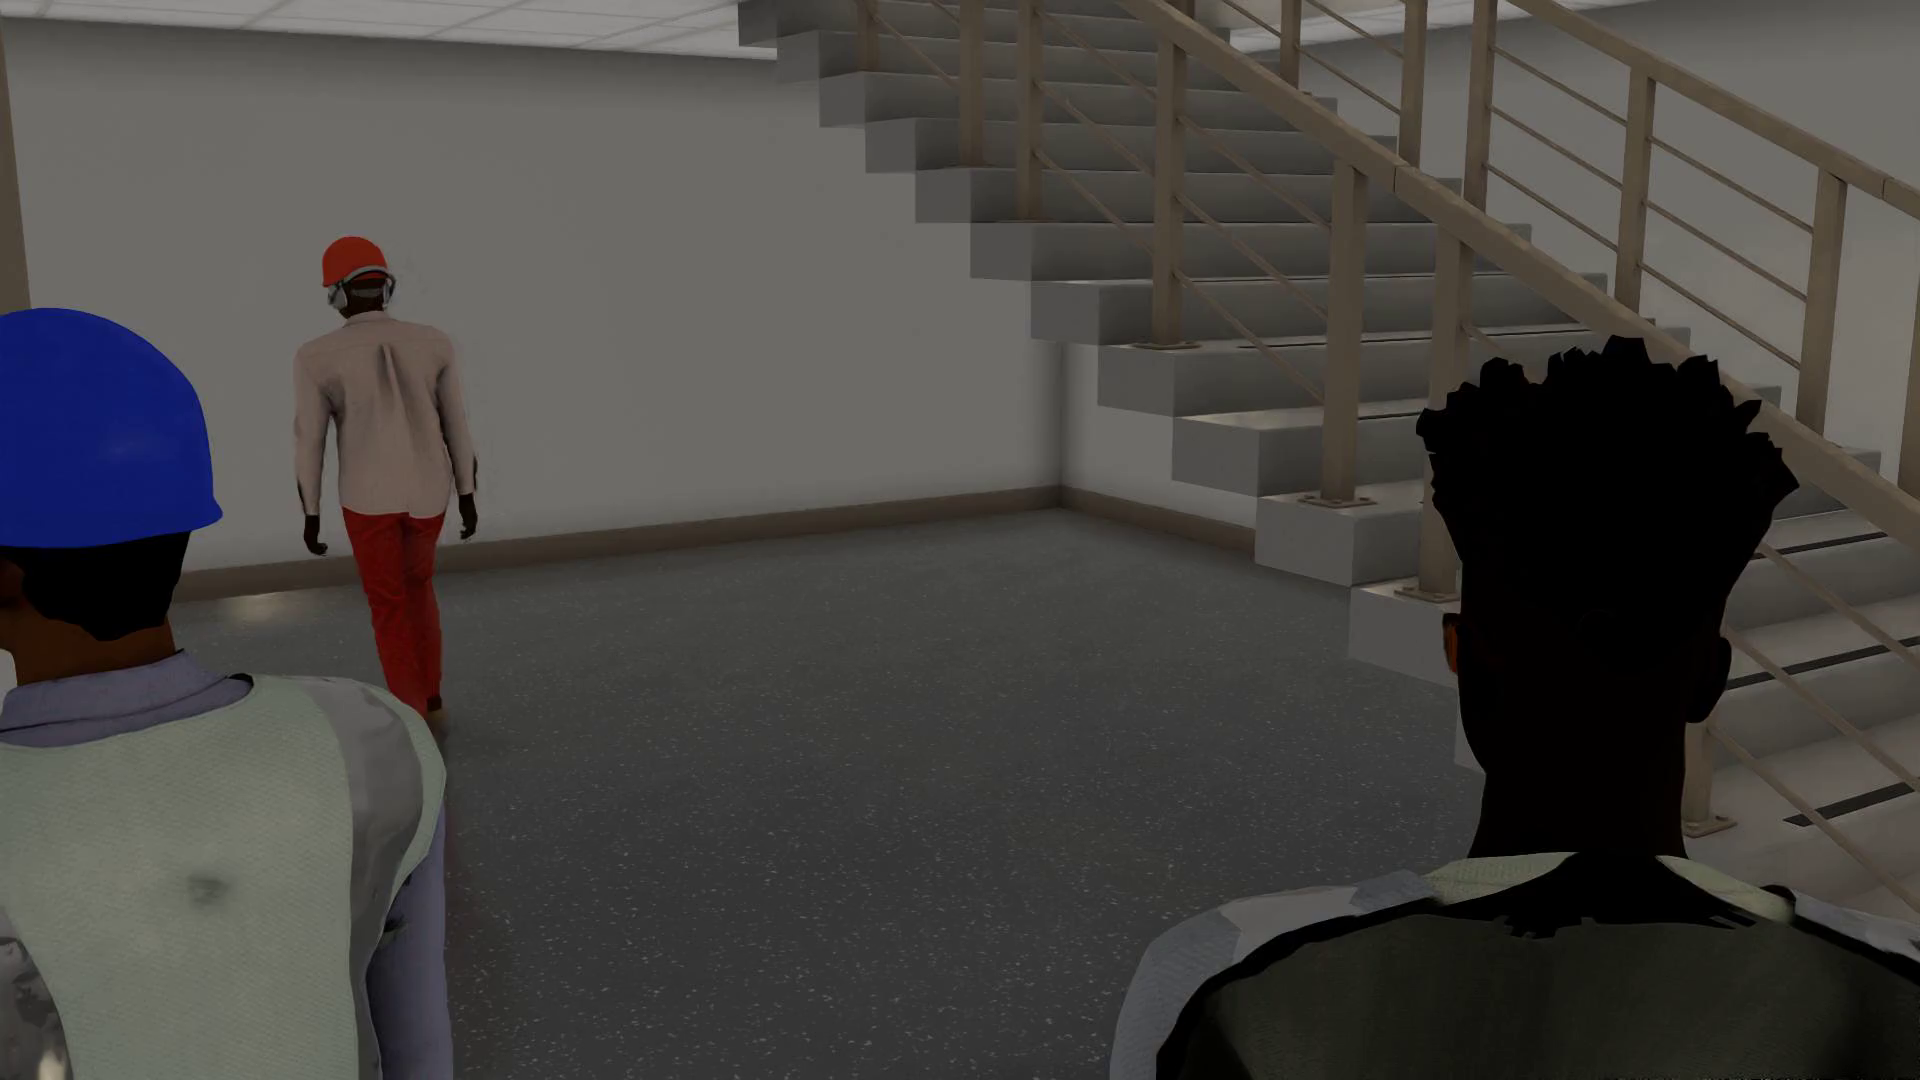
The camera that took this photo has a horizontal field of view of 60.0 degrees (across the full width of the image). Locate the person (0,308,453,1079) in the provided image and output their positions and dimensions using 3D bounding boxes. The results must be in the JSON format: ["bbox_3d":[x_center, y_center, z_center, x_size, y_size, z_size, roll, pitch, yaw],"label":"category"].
[{"bbox_3d":[-0.730,0.768,1.548,0.380,1.951,0.605,8,13,35],"label":"person"}]

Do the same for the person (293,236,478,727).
[{"bbox_3d":[-2.218,-0.162,6.379,0.637,1.961,0.678,-9,14,-38],"label":"person"}]

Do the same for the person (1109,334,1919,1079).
[{"bbox_3d":[0.387,0.838,1.192,0.611,1.951,0.388,0,11,-2],"label":"person"}]
